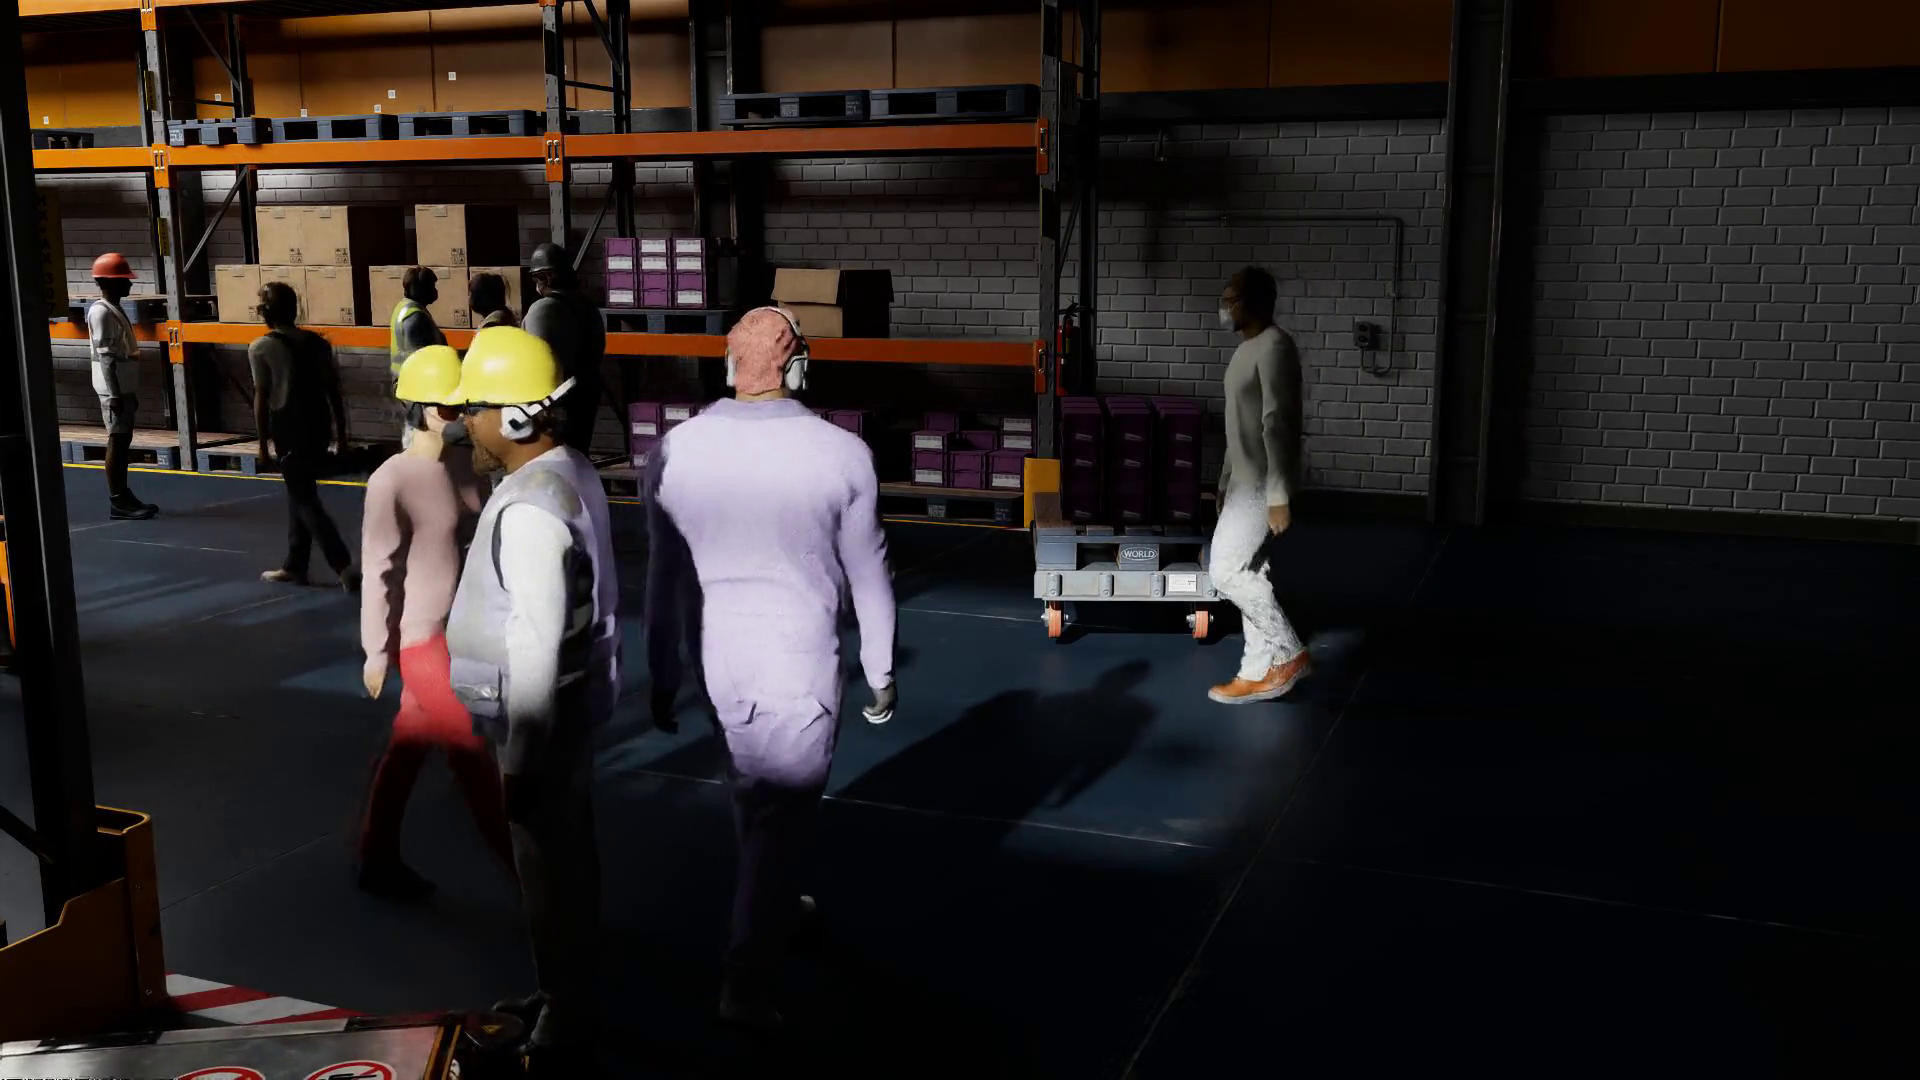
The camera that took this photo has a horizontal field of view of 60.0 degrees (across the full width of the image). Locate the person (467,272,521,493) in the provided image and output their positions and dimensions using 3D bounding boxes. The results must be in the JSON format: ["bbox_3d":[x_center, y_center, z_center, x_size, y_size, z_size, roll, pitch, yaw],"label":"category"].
[{"bbox_3d":[-3.078,-0.897,11.265,0.640,1.823,0.632,-2,10,-10],"label":"person"}]

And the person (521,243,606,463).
[{"bbox_3d":[-2.581,-0.893,10.634,0.535,2.000,0.686,4,11,21],"label":"person"}]

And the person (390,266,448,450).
[{"bbox_3d":[-3.993,-1.103,12.369,0.429,1.840,0.630,-5,11,-25],"label":"person"}]

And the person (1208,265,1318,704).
[{"bbox_3d":[1.264,-0.224,7.249,0.438,1.917,0.646,0,10,-2],"label":"person"}]

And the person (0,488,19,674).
[{"bbox_3d":[-4.608,-0.295,7.590,0.373,1.940,0.629,4,11,22],"label":"person"}]

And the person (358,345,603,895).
[{"bbox_3d":[-1.490,0.280,4.984,0.908,1.716,0.528,2,10,13],"label":"person"}]

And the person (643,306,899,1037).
[{"bbox_3d":[-0.507,0.319,4.400,0.660,1.865,0.985,3,11,14],"label":"person"}]

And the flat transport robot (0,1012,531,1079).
[{"bbox_3d":[-1.675,1.269,3.520,1.431,0.197,0.652,-2,10,-9],"label":"flat transport robot"}]

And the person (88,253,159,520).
[{"bbox_3d":[-6.128,-1.115,12.158,0.361,1.938,0.545,-3,11,-17],"label":"person"}]

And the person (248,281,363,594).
[{"bbox_3d":[-3.740,-0.580,9.571,0.857,1.812,0.504,5,11,26],"label":"person"}]

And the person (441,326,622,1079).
[{"bbox_3d":[-1.024,0.400,4.022,0.403,1.829,0.592,-1,10,-5],"label":"person"}]
